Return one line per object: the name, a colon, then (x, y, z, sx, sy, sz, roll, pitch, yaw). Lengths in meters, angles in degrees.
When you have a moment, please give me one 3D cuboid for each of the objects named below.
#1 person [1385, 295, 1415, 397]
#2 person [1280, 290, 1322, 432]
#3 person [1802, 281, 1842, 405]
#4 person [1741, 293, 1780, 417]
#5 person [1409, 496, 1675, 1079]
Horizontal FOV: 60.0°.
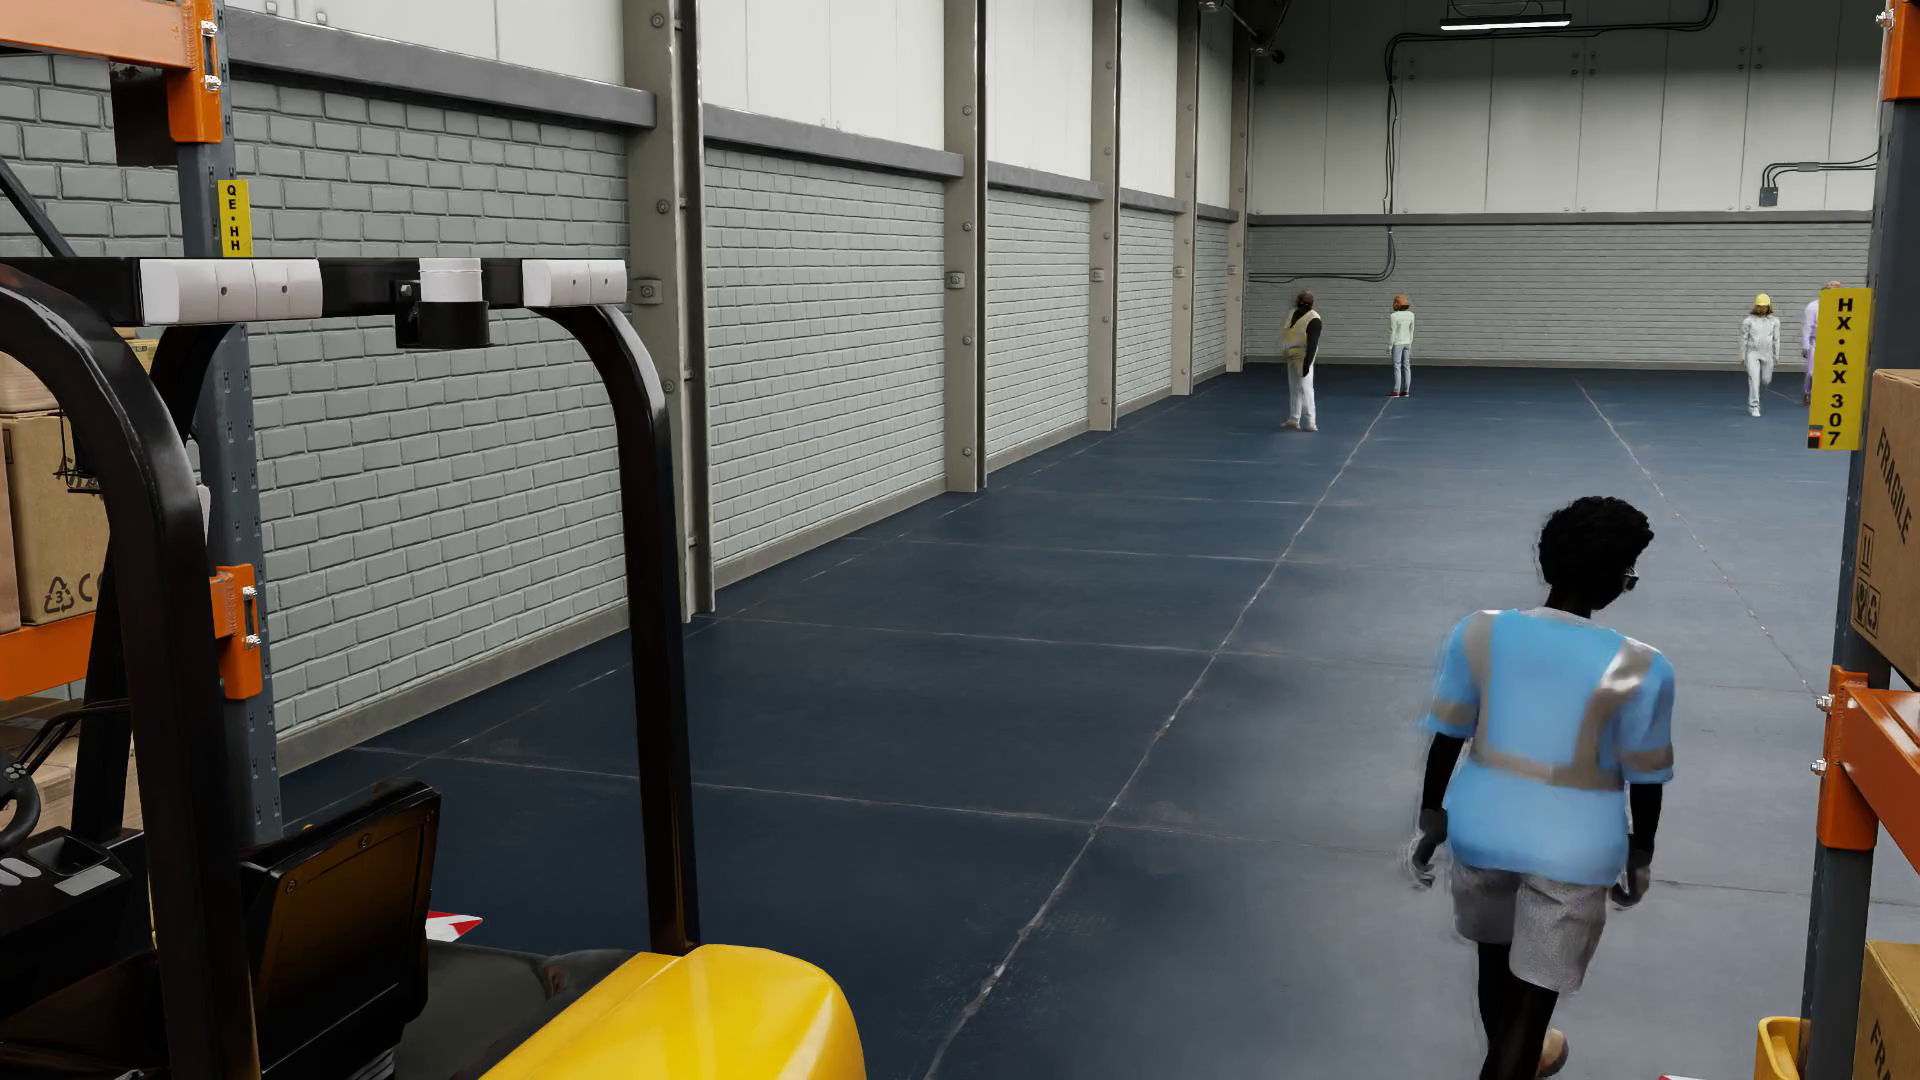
person: (7.050, -3.104, 26.637, 0.497, 1.633, 0.288, -5, 11, -30)
person: (4.346, -2.292, 21.327, 0.433, 1.805, 0.722, -3, 10, -18)
person: (12.626, -2.834, 24.268, 0.655, 1.887, 0.620, 2, 10, 12)
person: (11.237, -2.607, 23.407, 0.492, 1.719, 0.662, 1, 10, 9)
person: (1.373, 0.707, 3.884, 0.555, 1.644, 0.836, 8, 13, 41)
